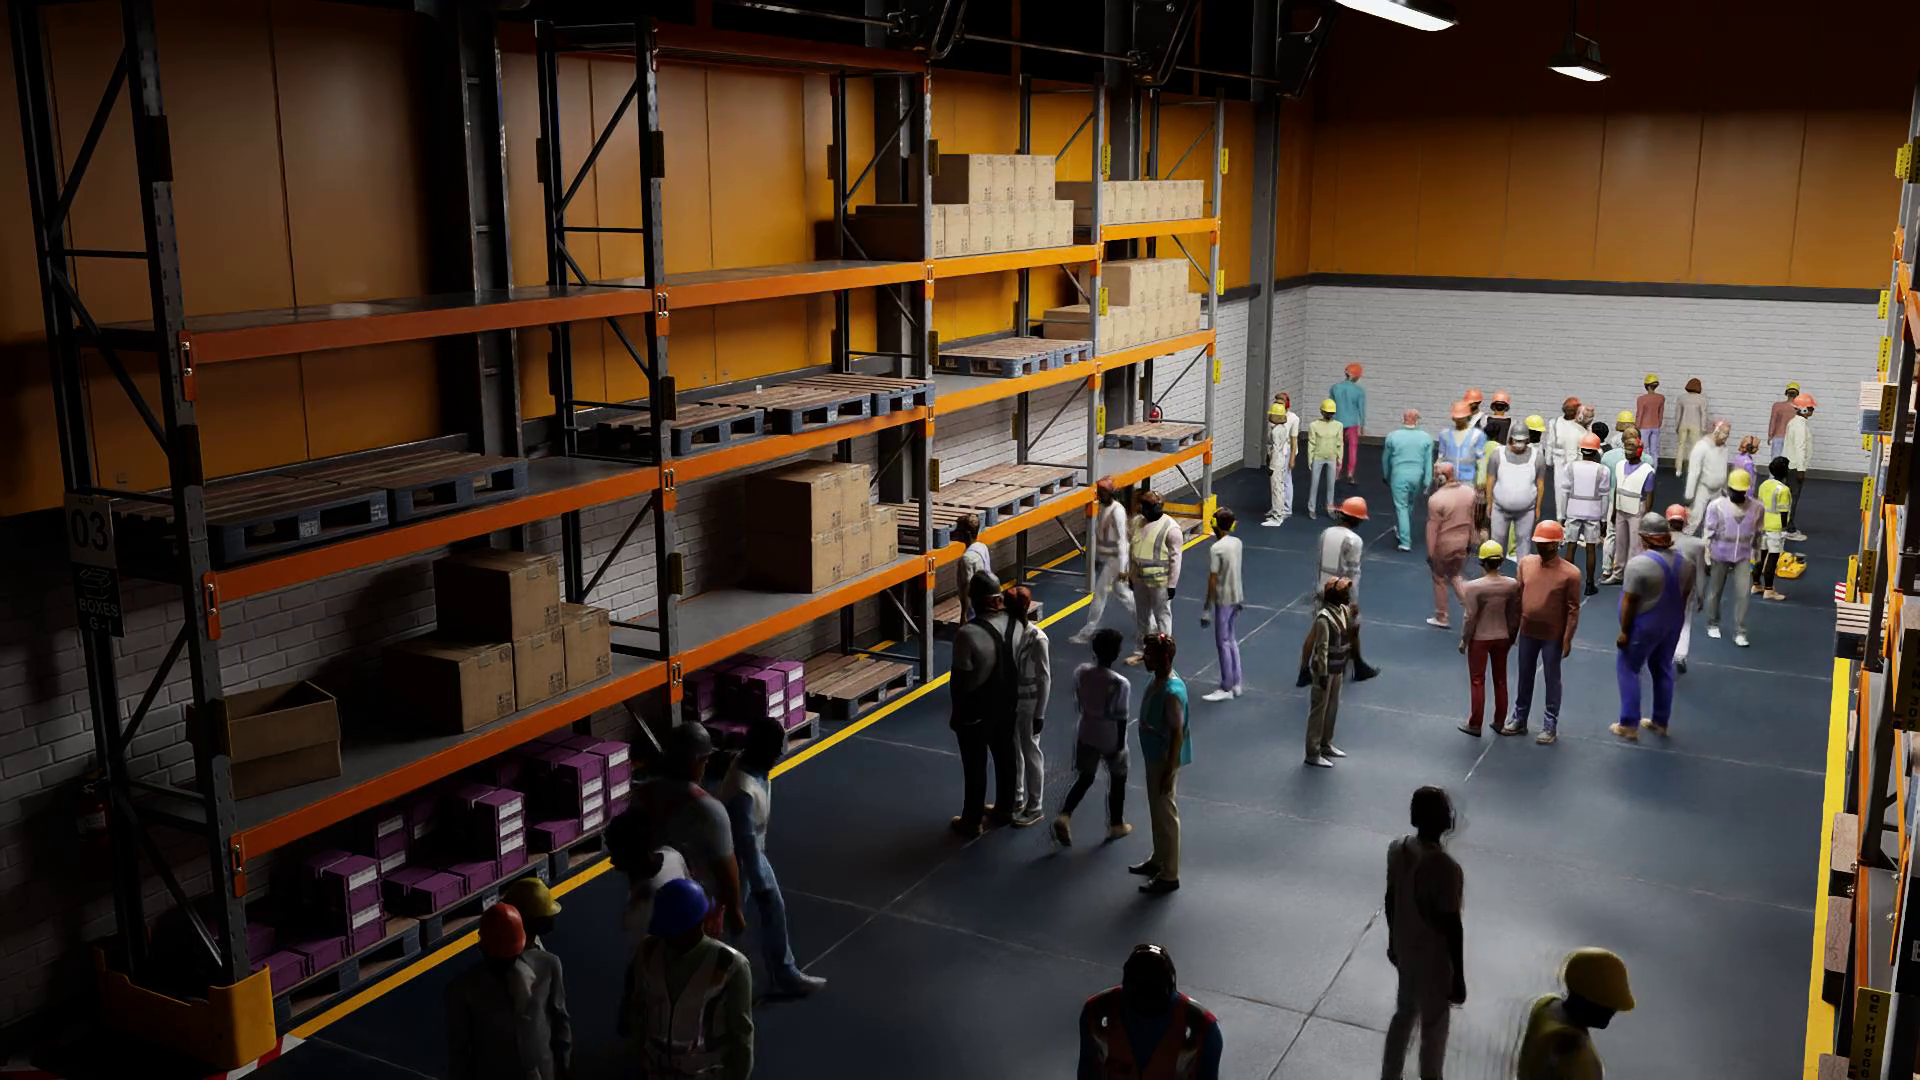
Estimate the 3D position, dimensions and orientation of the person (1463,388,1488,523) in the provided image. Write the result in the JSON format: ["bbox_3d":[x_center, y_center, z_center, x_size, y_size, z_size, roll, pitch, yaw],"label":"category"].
[{"bbox_3d":[7.296,-1.205,23.760,0.387,1.930,0.545,-5,14,-22],"label":"person"}]

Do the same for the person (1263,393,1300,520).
[{"bbox_3d":[4.668,-1.219,24.031,0.386,1.837,0.564,-7,14,-29],"label":"person"}]

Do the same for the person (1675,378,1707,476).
[{"bbox_3d":[11.969,-1.839,27.259,0.499,1.633,0.279,12,17,43],"label":"person"}]

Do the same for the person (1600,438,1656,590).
[{"bbox_3d":[8.059,-0.313,19.948,0.396,1.847,0.565,-5,14,-22],"label":"person"}]

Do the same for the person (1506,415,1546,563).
[{"bbox_3d":[7.286,-0.661,21.351,0.595,1.919,0.396,-11,16,-40],"label":"person"}]

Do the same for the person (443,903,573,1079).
[{"bbox_3d":[-2.064,2.481,7.689,0.577,1.737,0.354,-8,15,-31],"label":"person"}]

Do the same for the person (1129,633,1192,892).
[{"bbox_3d":[1.423,1.543,11.643,0.375,1.842,0.574,-1,13,-5],"label":"person"}]

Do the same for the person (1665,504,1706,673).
[{"bbox_3d":[7.099,0.498,16.566,0.571,1.726,0.393,4,13,18],"label":"person"}]

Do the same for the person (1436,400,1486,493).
[{"bbox_3d":[6.628,-0.861,22.008,0.619,2.020,0.791,6,14,25],"label":"person"}]

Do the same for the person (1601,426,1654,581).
[{"bbox_3d":[8.106,-0.429,20.259,0.635,1.938,0.361,10,16,38],"label":"person"}]

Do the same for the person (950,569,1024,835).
[{"bbox_3d":[0.172,1.211,12.687,0.682,2.000,0.535,-10,16,-39],"label":"person"}]

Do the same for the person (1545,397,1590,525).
[{"bbox_3d":[8.516,-1.092,23.390,0.599,1.864,0.407,8,15,33],"label":"person"}]

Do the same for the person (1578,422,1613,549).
[{"bbox_3d":[8.512,-0.732,22.183,0.536,1.695,0.320,-12,17,-42],"label":"person"}]

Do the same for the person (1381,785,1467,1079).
[{"bbox_3d":[2.452,2.209,8.742,0.349,1.826,0.642,-6,14,-25],"label":"person"}]

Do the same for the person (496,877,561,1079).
[{"bbox_3d":[-2.014,2.427,7.861,0.323,1.769,0.523,-2,13,-9],"label":"person"}]

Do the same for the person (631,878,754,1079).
[{"bbox_3d":[-1.218,2.419,7.514,0.604,1.937,0.403,5,13,21],"label":"person"}]

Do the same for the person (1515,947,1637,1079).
[{"bbox_3d":[2.494,2.555,7.026,0.482,1.891,0.712,0,13,-1],"label":"person"}]

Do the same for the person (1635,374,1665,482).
[{"bbox_3d":[11.053,-1.790,26.744,0.525,1.769,0.314,-4,13,-19],"label":"person"}]

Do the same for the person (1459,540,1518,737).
[{"bbox_3d":[4.693,0.874,14.823,0.531,1.765,0.327,-3,13,-15],"label":"person"}]

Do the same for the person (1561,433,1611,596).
[{"bbox_3d":[7.399,-0.305,19.710,0.545,1.938,0.360,7,14,28],"label":"person"}]

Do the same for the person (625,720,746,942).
[{"bbox_3d":[-1.509,1.980,9.244,0.691,2.000,0.543,10,16,38],"label":"person"}]

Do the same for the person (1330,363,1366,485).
[{"bbox_3d":[6.176,-1.871,26.701,0.683,1.959,0.769,8,15,31],"label":"person"}]

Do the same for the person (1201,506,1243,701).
[{"bbox_3d":[2.499,0.609,15.829,0.382,1.849,0.630,9,16,36],"label":"person"}]

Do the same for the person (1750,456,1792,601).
[{"bbox_3d":[9.549,-0.143,19.519,0.316,1.700,0.540,-1,13,-4],"label":"person"}]

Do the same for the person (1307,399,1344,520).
[{"bbox_3d":[5.257,-1.159,23.937,0.527,1.761,0.340,-1,13,-3],"label":"person"}]

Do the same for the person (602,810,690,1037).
[{"bbox_3d":[-1.574,2.220,8.453,0.787,1.909,0.691,0,13,0],"label":"person"}]

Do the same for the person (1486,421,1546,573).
[{"bbox_3d":[6.701,-0.445,20.099,0.685,2.000,0.536,4,13,16],"label":"person"}]

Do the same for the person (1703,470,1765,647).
[{"bbox_3d":[8.191,0.194,17.588,0.638,1.880,0.910,2,13,10],"label":"person"}]

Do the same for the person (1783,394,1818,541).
[{"bbox_3d":[11.423,-1.002,22.696,0.375,1.997,0.612,3,13,15],"label":"person"}]

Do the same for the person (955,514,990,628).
[{"bbox_3d":[0.118,0.659,15.634,0.352,1.837,0.502,4,13,17],"label":"person"}]

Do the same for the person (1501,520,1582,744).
[{"bbox_3d":[5.120,0.797,14.642,0.379,1.996,0.609,-11,17,-41],"label":"person"}]

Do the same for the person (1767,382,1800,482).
[{"bbox_3d":[12.854,-1.586,25.863,0.535,1.753,0.342,4,13,19],"label":"person"}]

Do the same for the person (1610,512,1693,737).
[{"bbox_3d":[6.138,0.734,14.825,0.697,2.000,0.543,-5,14,-21],"label":"person"}]

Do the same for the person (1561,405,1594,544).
[{"bbox_3d":[8.339,-0.887,22.424,0.401,1.894,0.653,9,15,34],"label":"person"}]

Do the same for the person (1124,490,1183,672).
[{"bbox_3d":[1.927,0.406,16.743,0.429,1.841,0.634,-11,17,-40],"label":"person"}]

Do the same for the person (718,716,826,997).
[{"bbox_3d":[-1.184,1.922,9.912,0.868,1.858,0.655,1,13,5],"label":"person"}]

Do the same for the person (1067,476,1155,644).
[{"bbox_3d":[1.659,0.205,17.676,0.957,1.838,0.599,-2,13,-10],"label":"person"}]

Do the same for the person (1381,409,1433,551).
[{"bbox_3d":[5.940,-0.823,22.219,0.630,1.843,0.996,0,13,-1],"label":"person"}]

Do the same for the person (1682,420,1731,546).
[{"bbox_3d":[9.547,-0.604,21.231,0.681,1.874,0.582,-7,14,-29],"label":"person"}]

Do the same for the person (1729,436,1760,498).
[{"bbox_3d":[10.083,-0.540,21.455,0.313,1.630,0.528,2,13,10],"label":"person"}]

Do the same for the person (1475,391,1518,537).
[{"bbox_3d":[7.311,-1.018,22.706,0.611,2.030,0.410,3,13,15],"label":"person"}]

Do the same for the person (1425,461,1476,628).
[{"bbox_3d":[5.361,0.076,18.146,0.691,1.878,0.536,-6,14,-26],"label":"person"}]

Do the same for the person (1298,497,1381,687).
[{"bbox_3d":[3.743,0.500,16.252,0.967,1.868,0.635,-7,14,-29],"label":"person"}]

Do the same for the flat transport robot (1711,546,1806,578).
[{"bbox_3d":[9.885,0.229,21.080,1.431,0.197,0.652,9,15,35],"label":"flat transport robot"}]

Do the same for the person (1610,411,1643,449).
[{"bbox_3d":[9.106,-0.912,22.881,0.485,1.737,0.321,-3,13,-15],"label":"person"}]

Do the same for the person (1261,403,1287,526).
[{"bbox_3d":[4.465,-1.070,23.566,0.289,1.746,0.487,5,14,21],"label":"person"}]

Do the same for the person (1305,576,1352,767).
[{"bbox_3d":[3.141,1.100,14.116,0.314,1.631,0.519,8,15,33],"label":"person"}]

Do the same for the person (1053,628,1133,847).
[{"bbox_3d":[1.008,1.475,12.329,0.533,1.672,0.708,11,16,39],"label":"person"}]

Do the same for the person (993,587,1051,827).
[{"bbox_3d":[0.463,1.267,12.794,0.337,1.881,0.585,-8,15,-33],"label":"person"}]

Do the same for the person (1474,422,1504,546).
[{"bbox_3d":[7.069,-0.746,22.285,0.508,1.659,0.566,-8,15,-33],"label":"person"}]

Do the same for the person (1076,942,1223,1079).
[{"bbox_3d":[0.790,2.567,7.100,0.624,1.835,0.431,3,13,15],"label":"person"}]
